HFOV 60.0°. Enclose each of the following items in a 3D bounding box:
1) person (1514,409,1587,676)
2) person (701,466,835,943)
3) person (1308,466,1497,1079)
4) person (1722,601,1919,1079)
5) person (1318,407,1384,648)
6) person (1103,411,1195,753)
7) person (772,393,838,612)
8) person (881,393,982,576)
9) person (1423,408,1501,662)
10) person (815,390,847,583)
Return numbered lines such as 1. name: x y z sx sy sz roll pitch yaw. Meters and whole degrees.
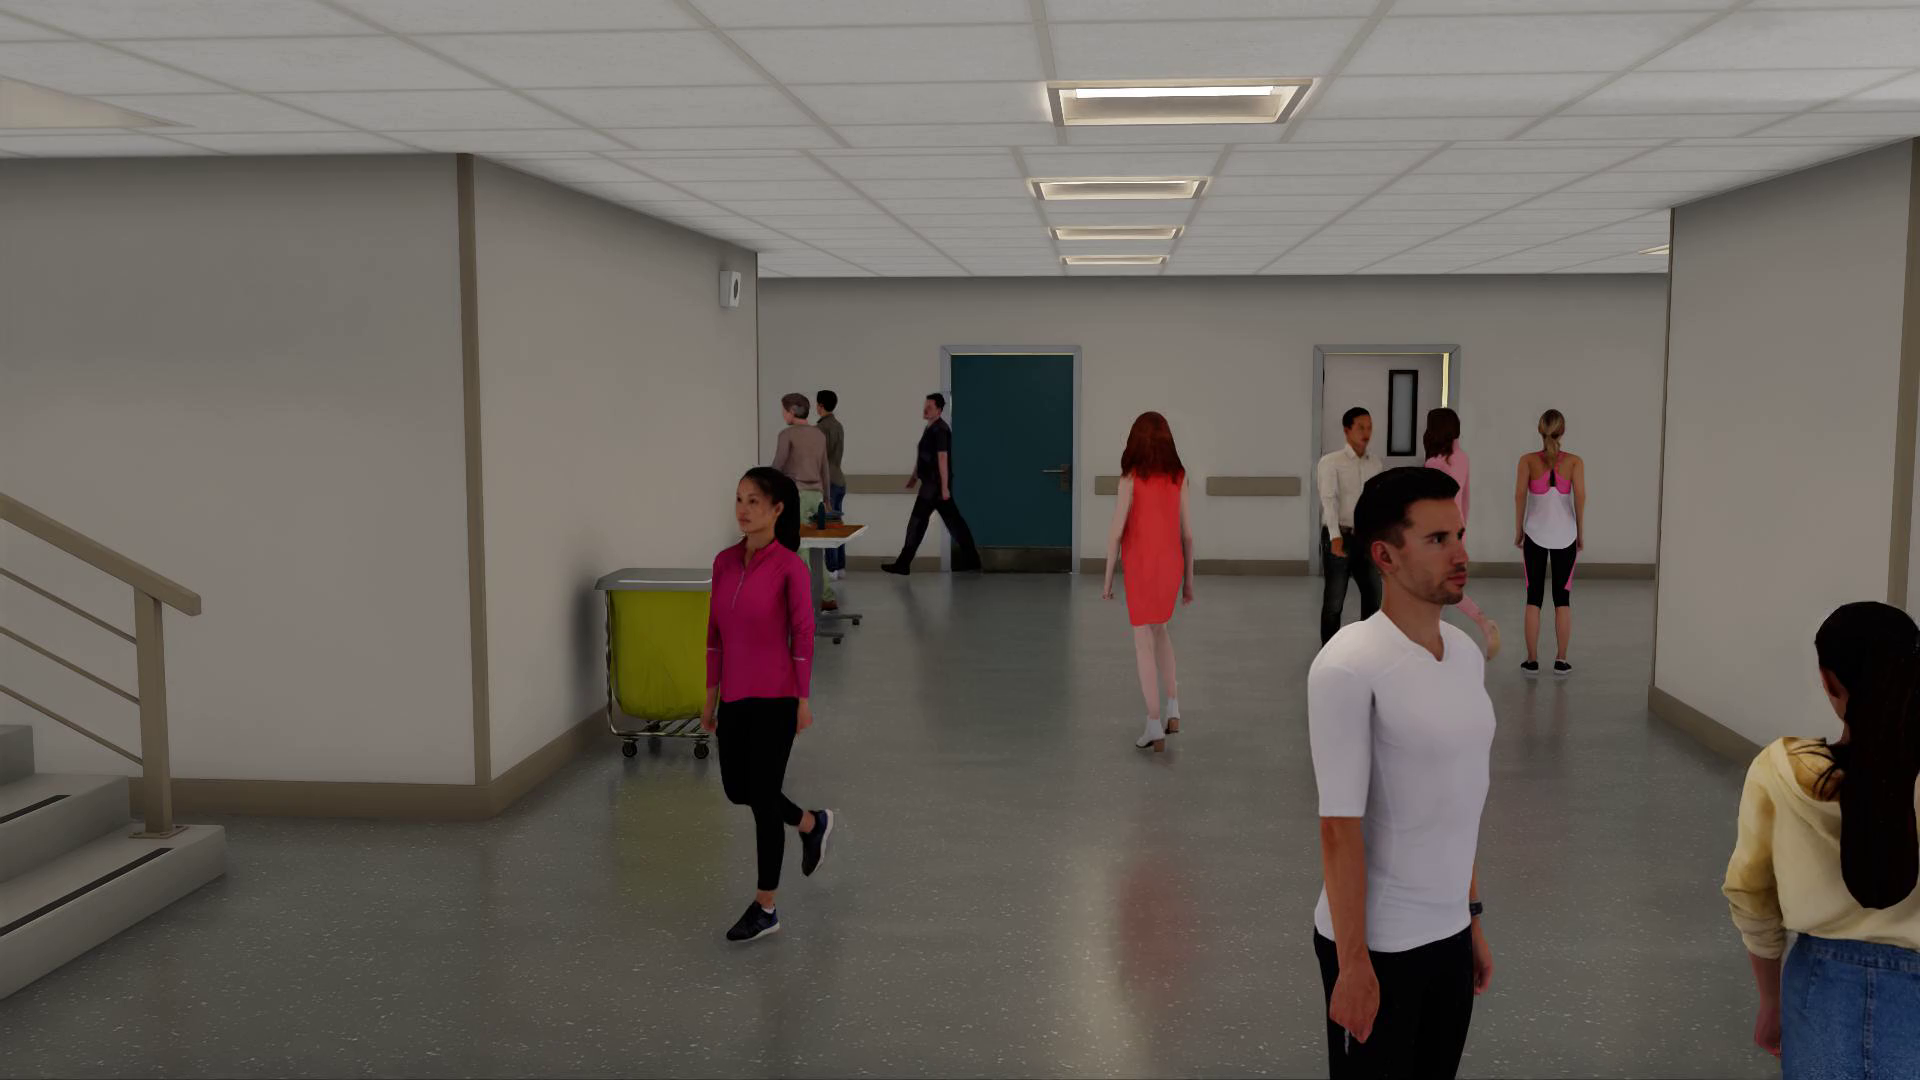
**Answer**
1. person: 3.977 0.010 11.222 0.524 1.788 0.702 2 6 16
2. person: -0.674 0.580 6.087 0.957 1.682 0.904 4 7 32
3. person: 0.870 0.774 3.321 0.752 1.851 0.806 -5 8 -41
4. person: 1.598 0.934 2.941 0.811 1.608 0.886 4 7 37
5. person: 2.543 0.020 11.124 0.893 1.789 0.895 -2 6 -16
6. person: 1.071 0.235 8.858 0.689 1.814 0.776 -3 6 -27
7. person: -1.248 -0.258 13.796 1.328 1.806 1.124 5 8 41
8. person: -0.139 -0.509 16.367 1.258 1.791 0.822 0 6 -2
9. person: 3.282 0.025 11.098 0.993 1.783 1.051 -5 8 -40
10. person: -1.270 -0.533 16.230 0.654 1.867 0.753 2 6 17
